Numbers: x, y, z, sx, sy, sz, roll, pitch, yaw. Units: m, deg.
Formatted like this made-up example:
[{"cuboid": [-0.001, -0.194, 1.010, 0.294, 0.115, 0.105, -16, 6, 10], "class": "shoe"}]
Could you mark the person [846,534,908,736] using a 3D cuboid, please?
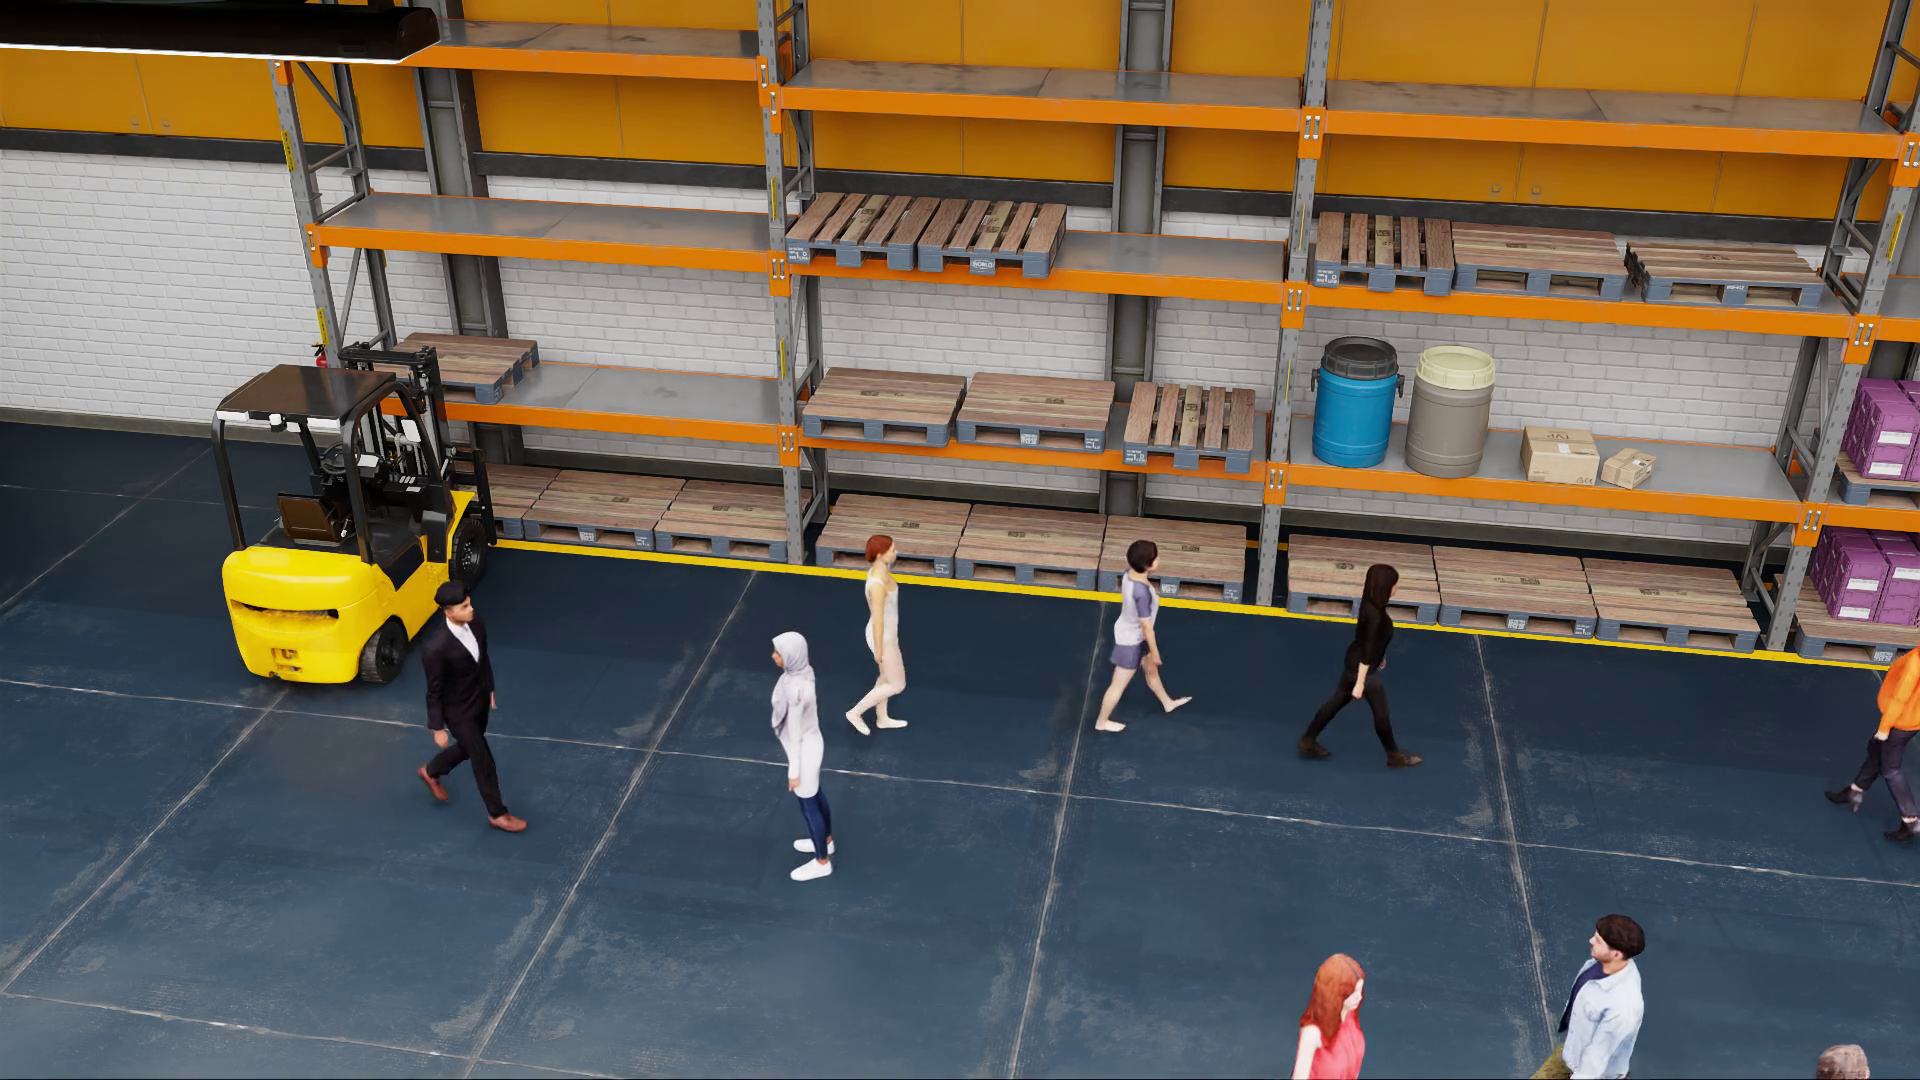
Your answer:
[{"cuboid": [-0.629, 0.694, 11.788, 0.730, 1.632, 0.638, -2, 29, -4], "class": "person"}]

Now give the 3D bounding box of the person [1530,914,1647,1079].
[{"cuboid": [3.185, 2.594, 8.137, 0.763, 1.794, 0.680, 6, 29, 10], "class": "person"}]

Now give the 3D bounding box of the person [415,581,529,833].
[{"cuboid": [-3.314, 1.072, 10.865, 1.184, 1.853, 0.839, 10, 30, 17], "class": "person"}]

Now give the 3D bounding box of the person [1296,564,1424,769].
[{"cuboid": [2.689, 0.890, 11.464, 1.107, 1.599, 0.656, 2, 29, 4], "class": "person"}]

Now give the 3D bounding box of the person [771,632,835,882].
[{"cuboid": [-0.971, 1.340, 10.461, 0.621, 1.769, 0.659, 0, 29, 0], "class": "person"}]

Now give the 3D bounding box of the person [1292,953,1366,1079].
[{"cuboid": [1.647, 2.674, 7.970, 0.958, 1.814, 0.849, 23, 36, 36], "class": "person"}]

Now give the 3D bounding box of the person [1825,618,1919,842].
[{"cuboid": [6.168, 1.201, 10.754, 0.970, 1.733, 1.046, -21, 35, -33], "class": "person"}]

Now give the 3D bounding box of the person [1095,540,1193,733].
[{"cuboid": [1.168, 0.710, 11.868, 1.030, 1.528, 0.734, -3, 29, -5], "class": "person"}]
